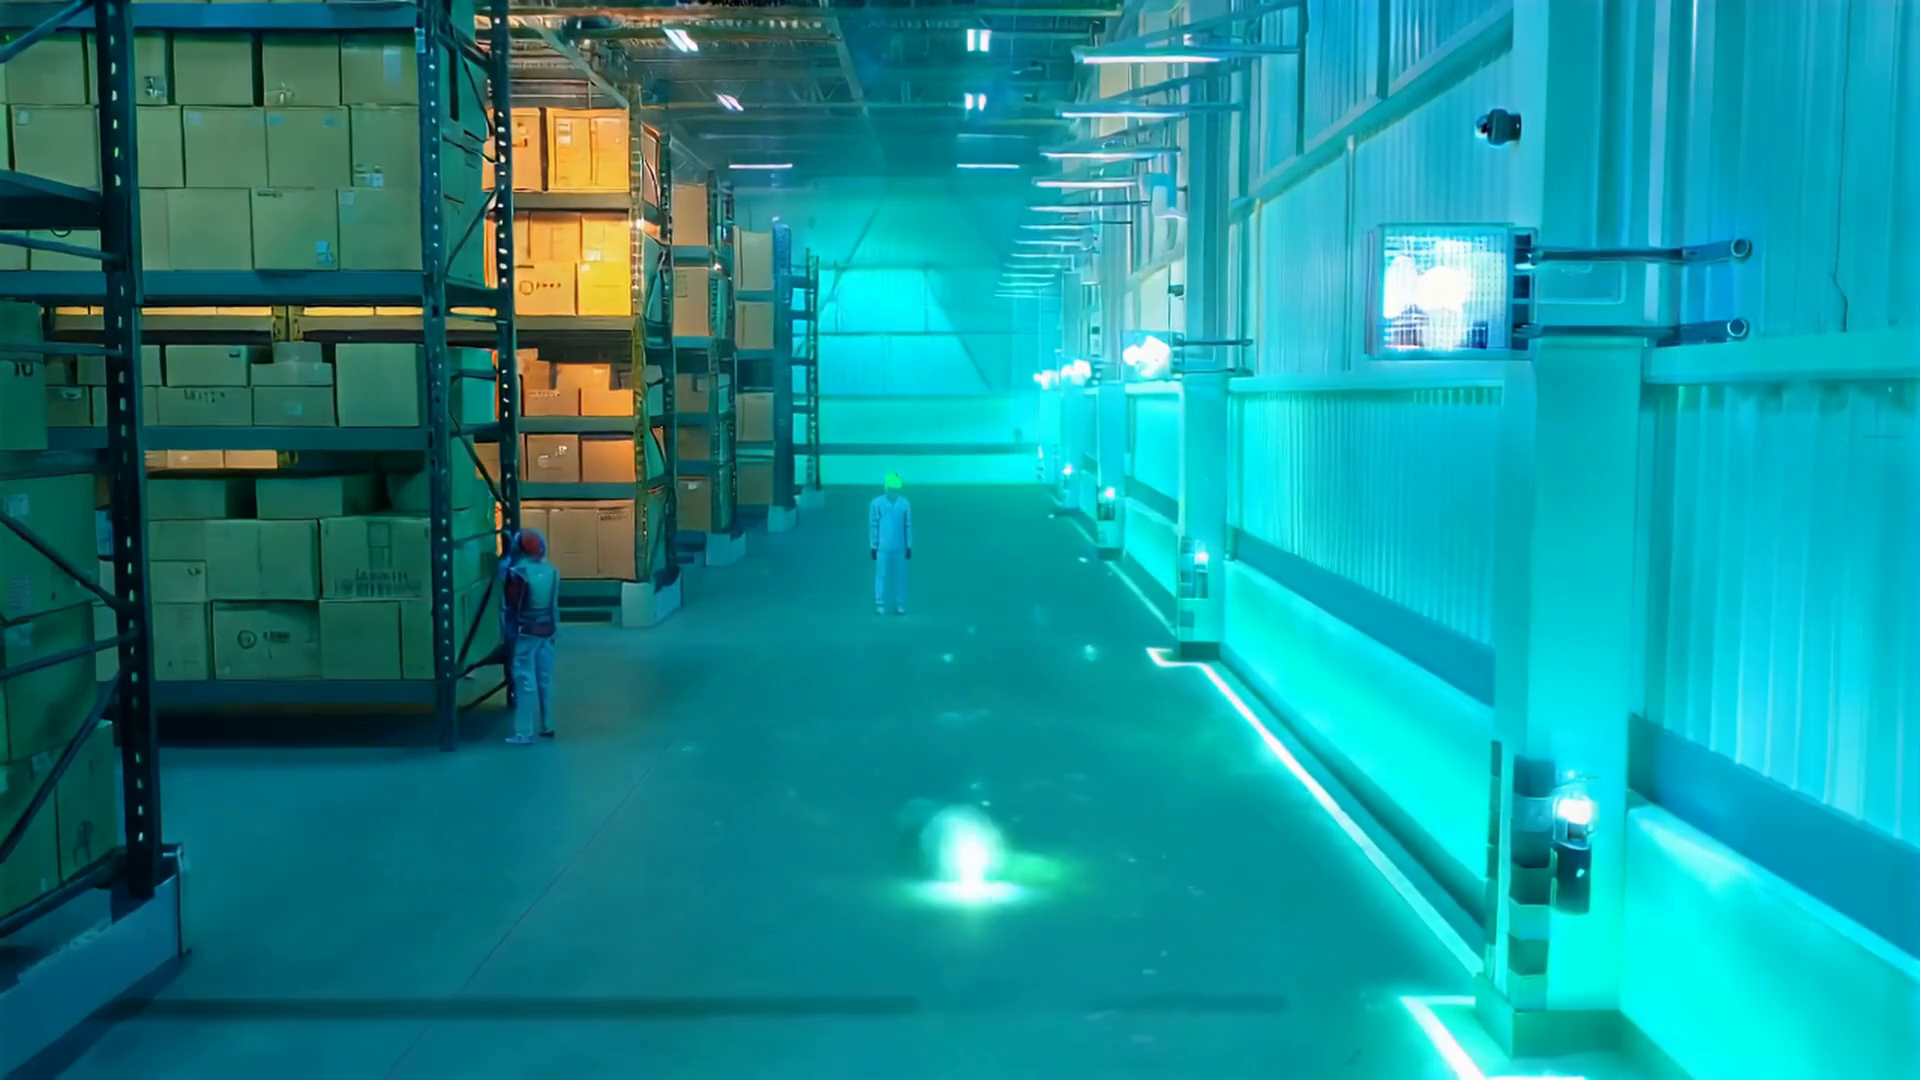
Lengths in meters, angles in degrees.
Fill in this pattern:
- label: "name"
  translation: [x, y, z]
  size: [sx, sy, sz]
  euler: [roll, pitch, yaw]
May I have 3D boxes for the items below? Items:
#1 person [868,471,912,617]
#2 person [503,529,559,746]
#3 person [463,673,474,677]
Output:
- label: "person"
  translation: [-0.817, 0.050, 19.871]
  size: [0.566, 1.744, 0.349]
  euler: [-3, 6, -30]
- label: "person"
  translation: [-3.234, 0.732, 12.586]
  size: [0.318, 1.631, 0.524]
  euler: [3, 6, 30]
- label: "person"
  translation: [-4.939, 0.425, 15.550]
  size: [0.741, 1.746, 0.532]
  euler: [2, 5, 22]
